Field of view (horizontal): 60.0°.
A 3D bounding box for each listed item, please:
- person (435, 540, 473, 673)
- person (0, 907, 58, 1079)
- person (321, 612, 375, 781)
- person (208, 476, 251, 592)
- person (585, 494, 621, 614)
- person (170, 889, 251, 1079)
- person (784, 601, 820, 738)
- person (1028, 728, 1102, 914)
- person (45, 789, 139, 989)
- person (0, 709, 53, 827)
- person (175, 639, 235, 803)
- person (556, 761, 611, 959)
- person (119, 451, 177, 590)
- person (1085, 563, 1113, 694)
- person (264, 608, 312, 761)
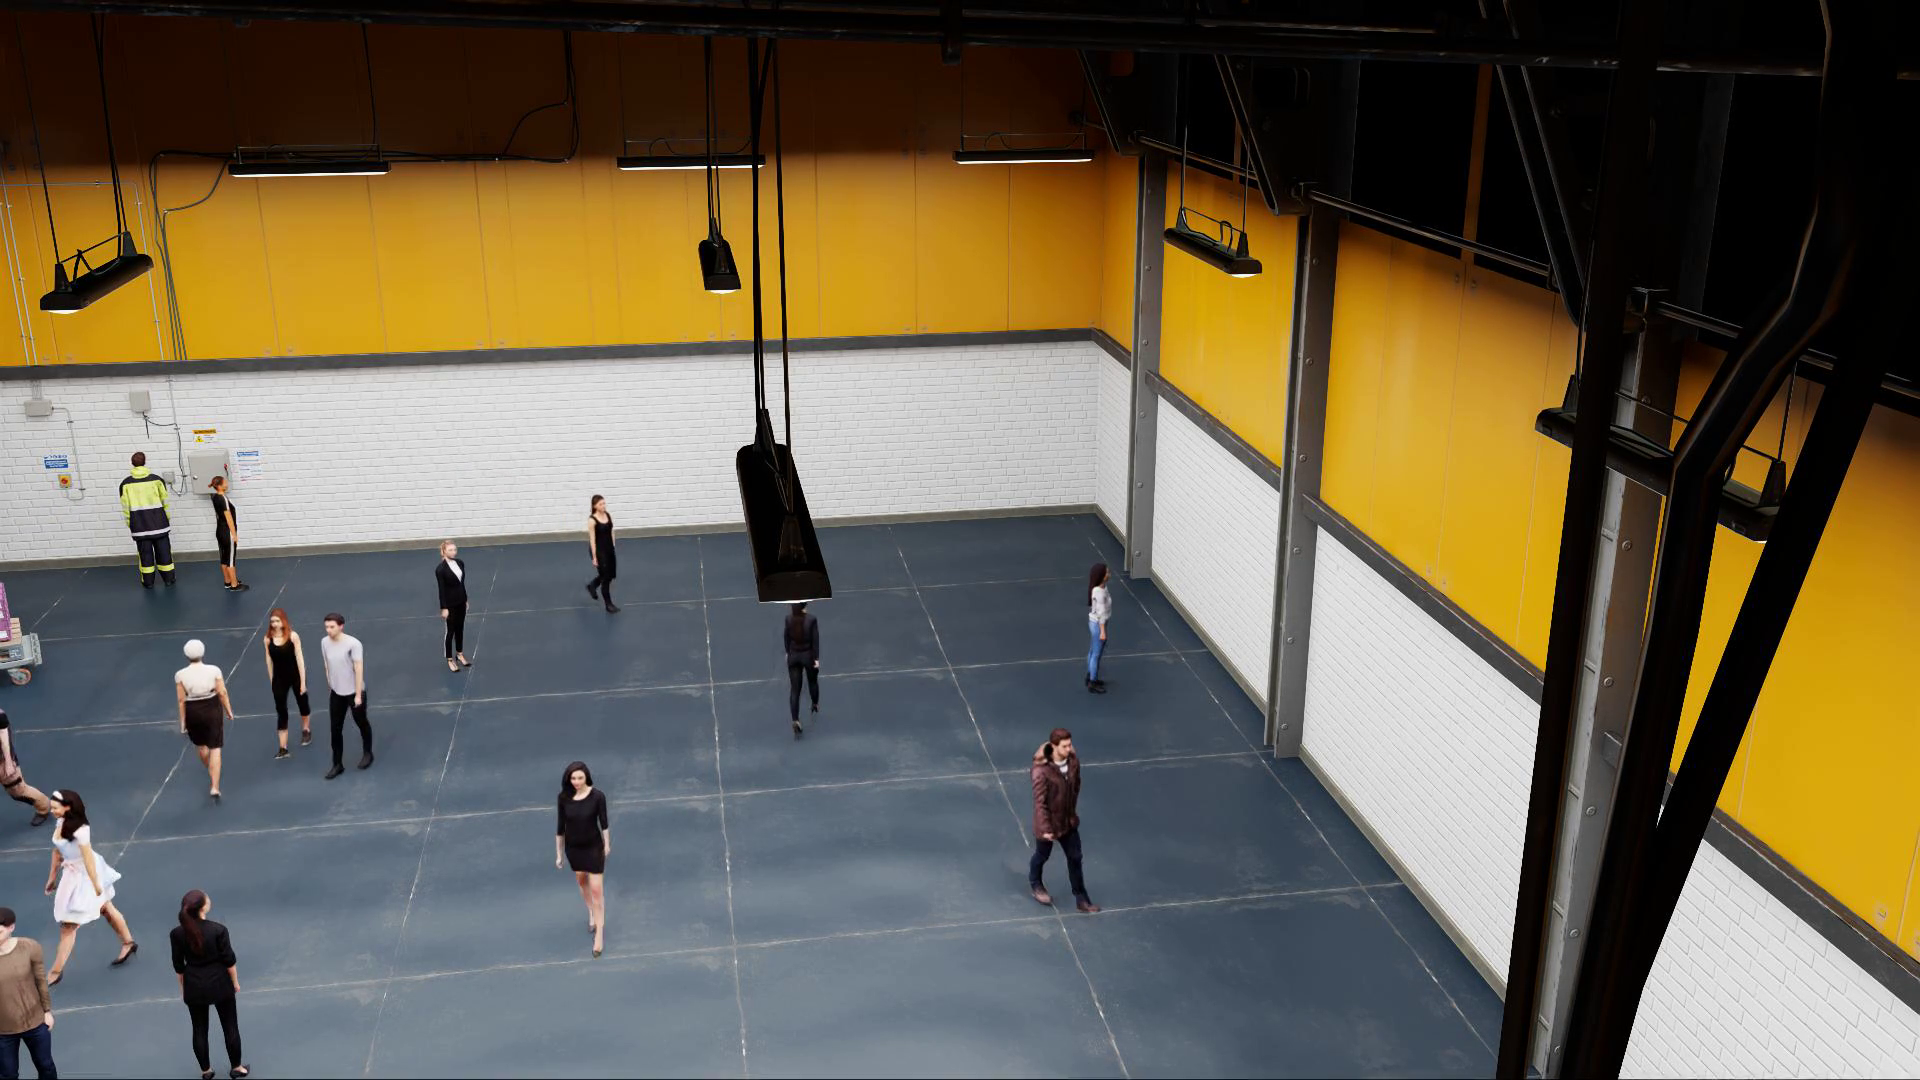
[{"bbox_3d":[-6.344,0.812,20.839,0.742,1.704,0.659,10,21,27],"label":"person"},{"bbox_3d":[-7.017,3.564,12.382,0.725,1.886,0.696,-11,22,-30],"label":"person"},{"bbox_3d":[-6.637,1.632,18.195,0.855,1.838,1.030,3,19,8],"label":"person"},{"bbox_3d":[-10.426,-0.108,23.628,0.725,1.669,0.626,-16,24,-39],"label":"person"},{"bbox_3d":[-4.942,0.174,22.782,0.954,1.674,0.918,11,21,29],"label":"person"},{"bbox_3d":[-5.860,3.490,12.955,0.607,1.660,0.549,-2,19,-6],"label":"person"},{"bbox_3d":[-1.832,1.432,19.056,0.840,1.668,1.111,4,19,11],"label":"person"},{"bbox_3d":[0.819,2.571,15.448,1.026,1.811,1.190,-12,22,-33],"label":"person"},{"bbox_3d":[-7.483,2.945,14.399,1.119,1.772,1.160,-17,25,-41],"label":"person"},{"bbox_3d":[-9.573,2.180,16.652,1.077,1.784,1.341,5,19,16],"label":"person"},{"bbox_3d":[-7.947,1.937,17.500,0.781,1.703,1.138,-6,20,-18],"label":"person"},{"bbox_3d":[-3.347,2.762,14.929,0.720,1.780,0.970,1,19,4],"label":"person"},{"bbox_3d":[-11.573,-0.299,23.701,0.847,1.983,0.780,-10,21,-27],"label":"person"},{"bbox_3d":[1.675,1.051,20.243,0.686,1.632,0.484,-1,19,-3],"label":"person"},{"bbox_3d":[-7.491,1.549,18.670,0.624,1.692,1.073,-3,19,-7],"label":"person"}]
